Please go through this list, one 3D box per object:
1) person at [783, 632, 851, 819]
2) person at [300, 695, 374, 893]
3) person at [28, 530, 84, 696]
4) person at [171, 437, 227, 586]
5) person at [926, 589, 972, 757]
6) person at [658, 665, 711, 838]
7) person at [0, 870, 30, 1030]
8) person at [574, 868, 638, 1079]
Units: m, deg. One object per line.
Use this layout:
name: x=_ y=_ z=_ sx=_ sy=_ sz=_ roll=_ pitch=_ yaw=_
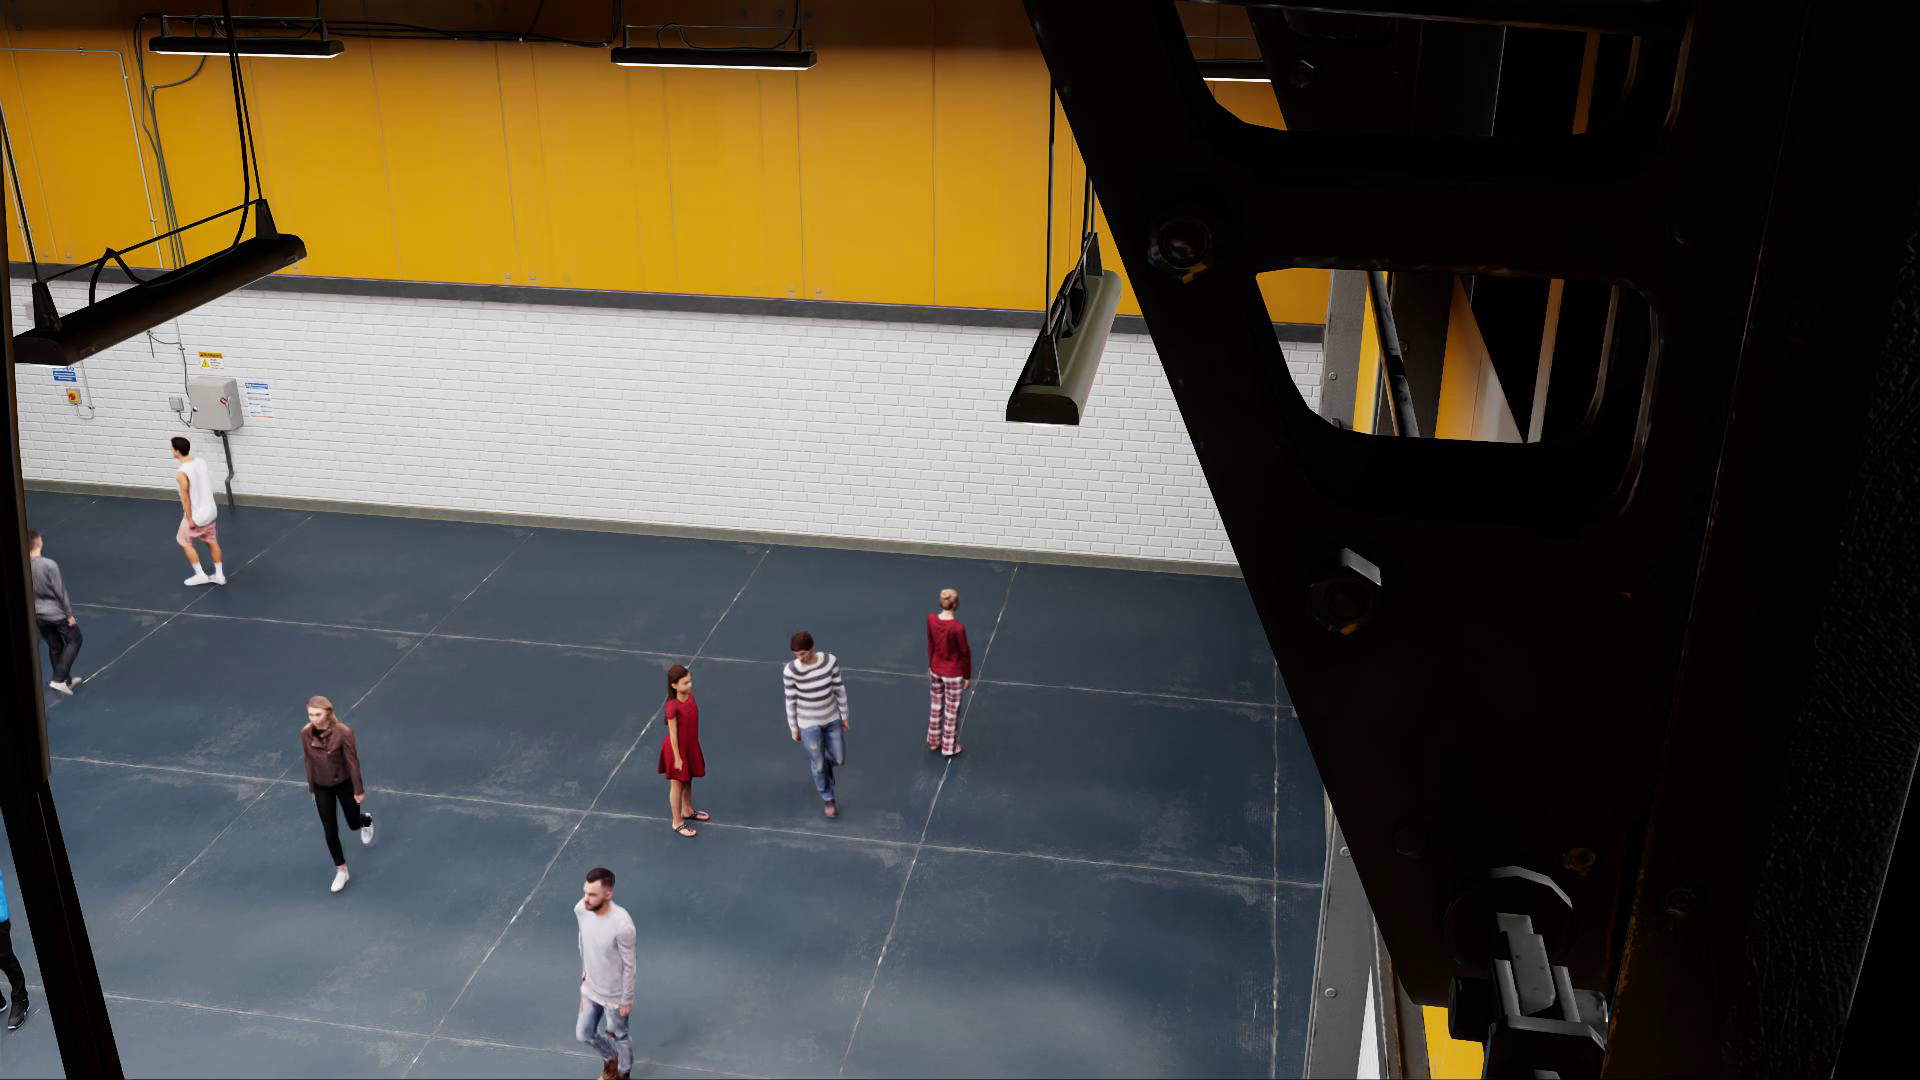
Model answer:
person: x=-1.254 y=1.543 z=14.433 sx=0.904 sy=1.810 sz=0.979 roll=-10 pitch=26 yaw=-23
person: x=-5.063 y=1.985 z=13.577 sx=0.707 sy=1.685 sz=1.010 roll=1 pitch=24 yaw=2
person: x=-8.944 y=0.758 z=16.298 sx=0.671 sy=1.754 sz=0.794 roll=2 pitch=24 yaw=4
person: x=-8.489 y=-0.304 z=18.707 sx=0.723 sy=1.771 sz=0.619 roll=7 pitch=24 yaw=15
person: x=-0.118 y=1.207 z=15.340 sx=0.683 sy=1.699 sz=0.655 roll=16 pitch=28 yaw=32
person: x=-2.384 y=1.766 z=14.244 sx=0.654 sy=1.552 sz=0.588 roll=9 pitch=25 yaw=19
person: x=-6.982 y=2.681 z=11.845 sx=0.637 sy=1.797 sz=0.541 roll=1 pitch=24 yaw=3
person: x=-2.315 y=2.945 z=11.198 sx=0.790 sy=1.832 sz=0.761 roll=15 pitch=28 yaw=31
